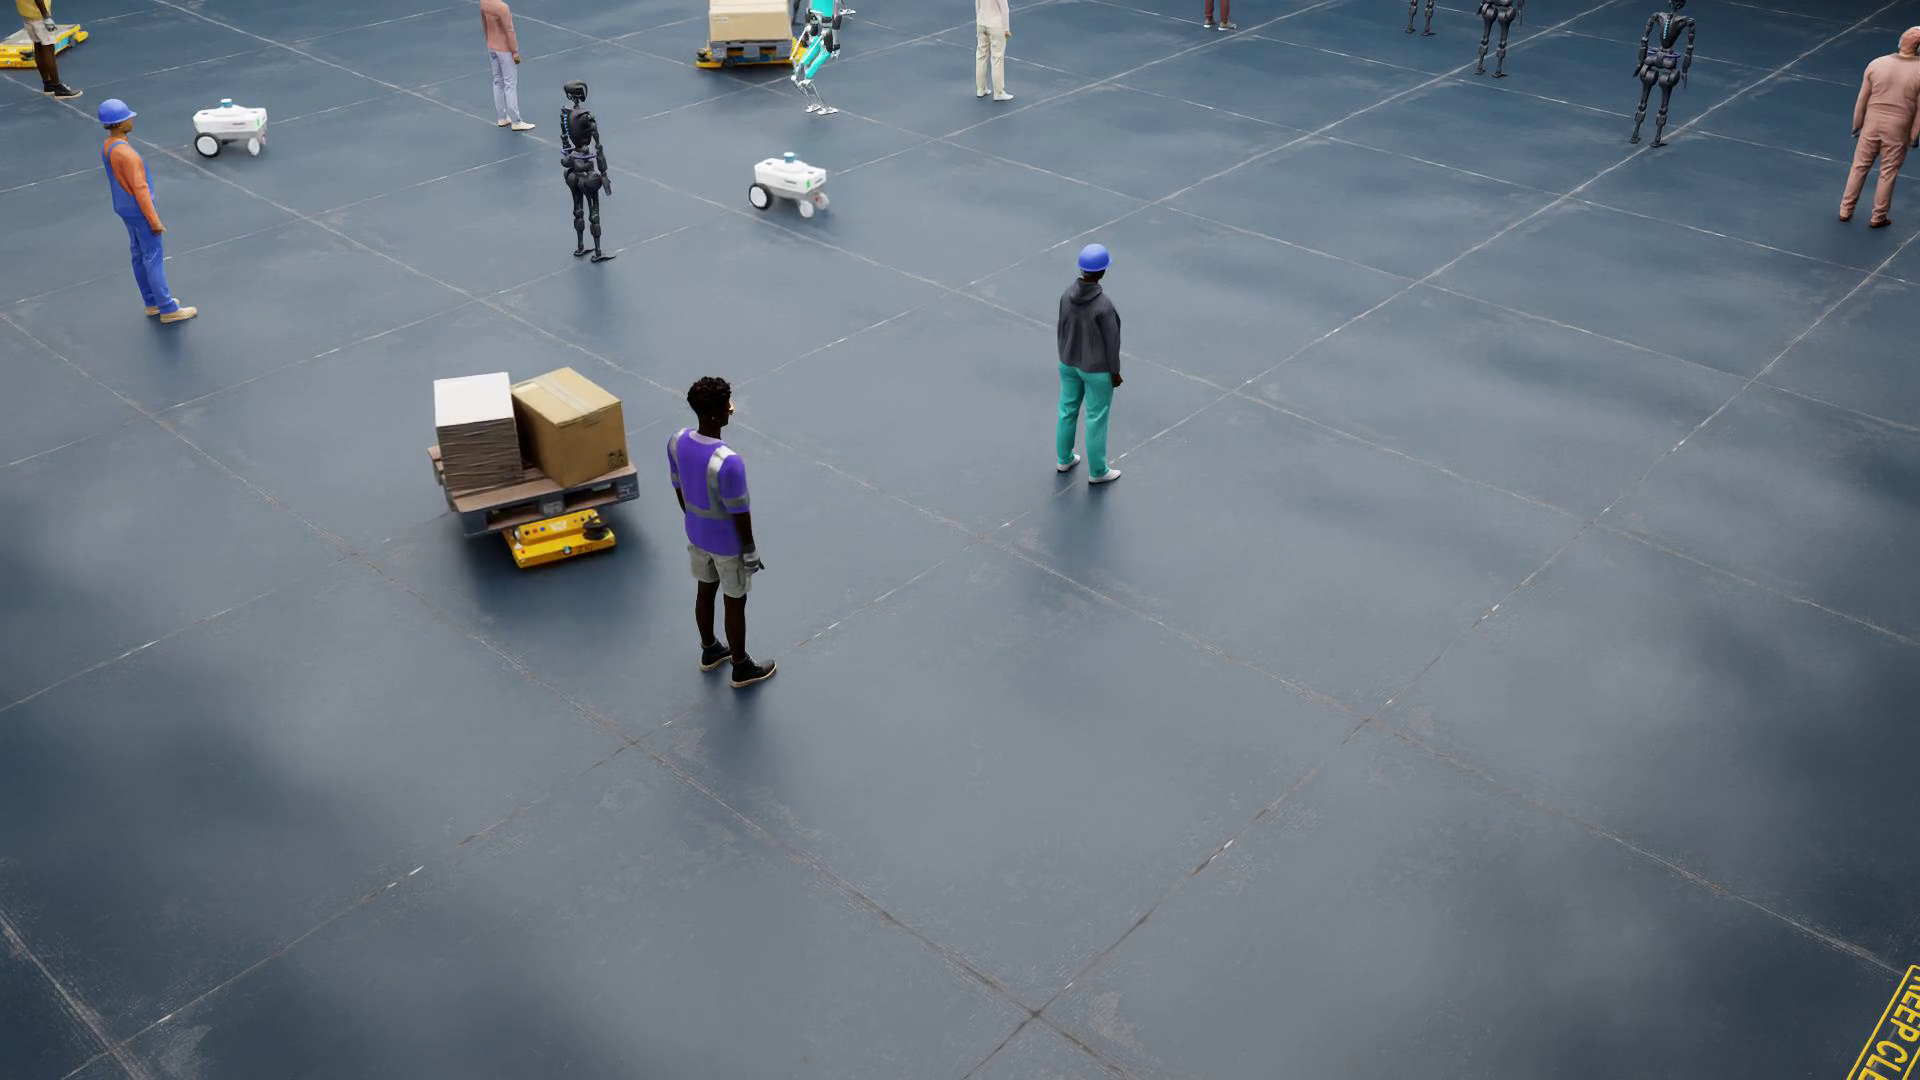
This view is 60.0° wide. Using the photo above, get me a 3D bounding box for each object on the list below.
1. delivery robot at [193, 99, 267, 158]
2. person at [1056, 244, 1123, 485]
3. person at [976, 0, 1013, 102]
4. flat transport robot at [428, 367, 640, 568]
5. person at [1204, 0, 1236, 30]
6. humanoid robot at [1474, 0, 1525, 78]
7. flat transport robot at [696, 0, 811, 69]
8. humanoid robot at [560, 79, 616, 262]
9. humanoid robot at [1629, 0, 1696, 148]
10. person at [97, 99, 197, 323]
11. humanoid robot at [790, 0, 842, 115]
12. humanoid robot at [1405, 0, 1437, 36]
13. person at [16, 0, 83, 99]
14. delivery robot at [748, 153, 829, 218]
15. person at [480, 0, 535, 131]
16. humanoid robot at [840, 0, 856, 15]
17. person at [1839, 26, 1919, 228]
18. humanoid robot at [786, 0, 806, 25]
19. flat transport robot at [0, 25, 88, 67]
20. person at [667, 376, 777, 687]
[{"bbox_3d":[-7.968,-4.491,18.133,0.786,0.614,0.499,-4,32,-6],"label":"delivery robot"},{"bbox_3d":[0.897,-1.236,11.715,0.534,1.778,0.357,26,40,35],"label":"person"},{"bbox_3d":[0.379,-6.009,19.482,0.474,1.690,0.326,26,40,35],"label":"person"},{"bbox_3d":[-2.948,-0.283,11.610,0.659,0.231,1.431,-15,35,-23],"label":"flat transport robot"},{"bbox_3d":[3.490,-7.744,22.158,0.542,1.814,0.364,26,40,35],"label":"person"},{"bbox_3d":[6.599,-6.532,20.328,0.599,1.653,0.315,26,40,35],"label":"humanoid robot"},{"bbox_3d":[-2.623,-6.192,21.125,1.431,0.231,0.659,-4,32,-6],"label":"flat transport robot"},{"bbox_3d":[-3.465,-3.414,15.303,0.599,1.657,0.315,26,40,35],"label":"humanoid robot"},{"bbox_3d":[7.625,-5.139,18.081,0.599,1.657,0.315,26,40,35],"label":"humanoid robot"},{"bbox_3d":[-6.944,-2.779,14.075,0.522,1.911,0.361,26,40,35],"label":"person"},{"bbox_3d":[-1.676,-5.608,18.670,0.533,1.673,0.735,26,40,35],"label":"humanoid robot"},{"bbox_3d":[6.169,-7.543,21.953,0.599,1.657,0.315,26,40,35],"label":"humanoid robot"},{"bbox_3d":[-10.820,-6.180,19.498,0.602,1.966,0.367,26,40,35],"label":"person"},{"bbox_3d":[-1.711,-3.568,16.645,0.811,0.611,0.499,18,36,26],"label":"delivery robot"},{"bbox_3d":[-5.085,-5.463,18.531,0.523,1.769,0.313,26,40,35],"label":"person"},{"bbox_3d":[-1.704,-7.931,22.412,0.533,1.673,0.735,26,40,35],"label":"humanoid robot"},{"bbox_3d":[8.917,-3.961,15.980,0.638,1.910,0.410,26,40,35],"label":"person"},{"bbox_3d":[-2.296,-7.710,22.241,0.455,1.648,0.620,19,37,28],"label":"humanoid robot"},{"bbox_3d":[-11.901,-6.375,21.419,0.659,0.231,1.431,1,32,1],"label":"flat transport robot"},{"bbox_3d":[-1.386,-0.043,9.616,0.602,1.966,0.367,26,40,35],"label":"person"}]
